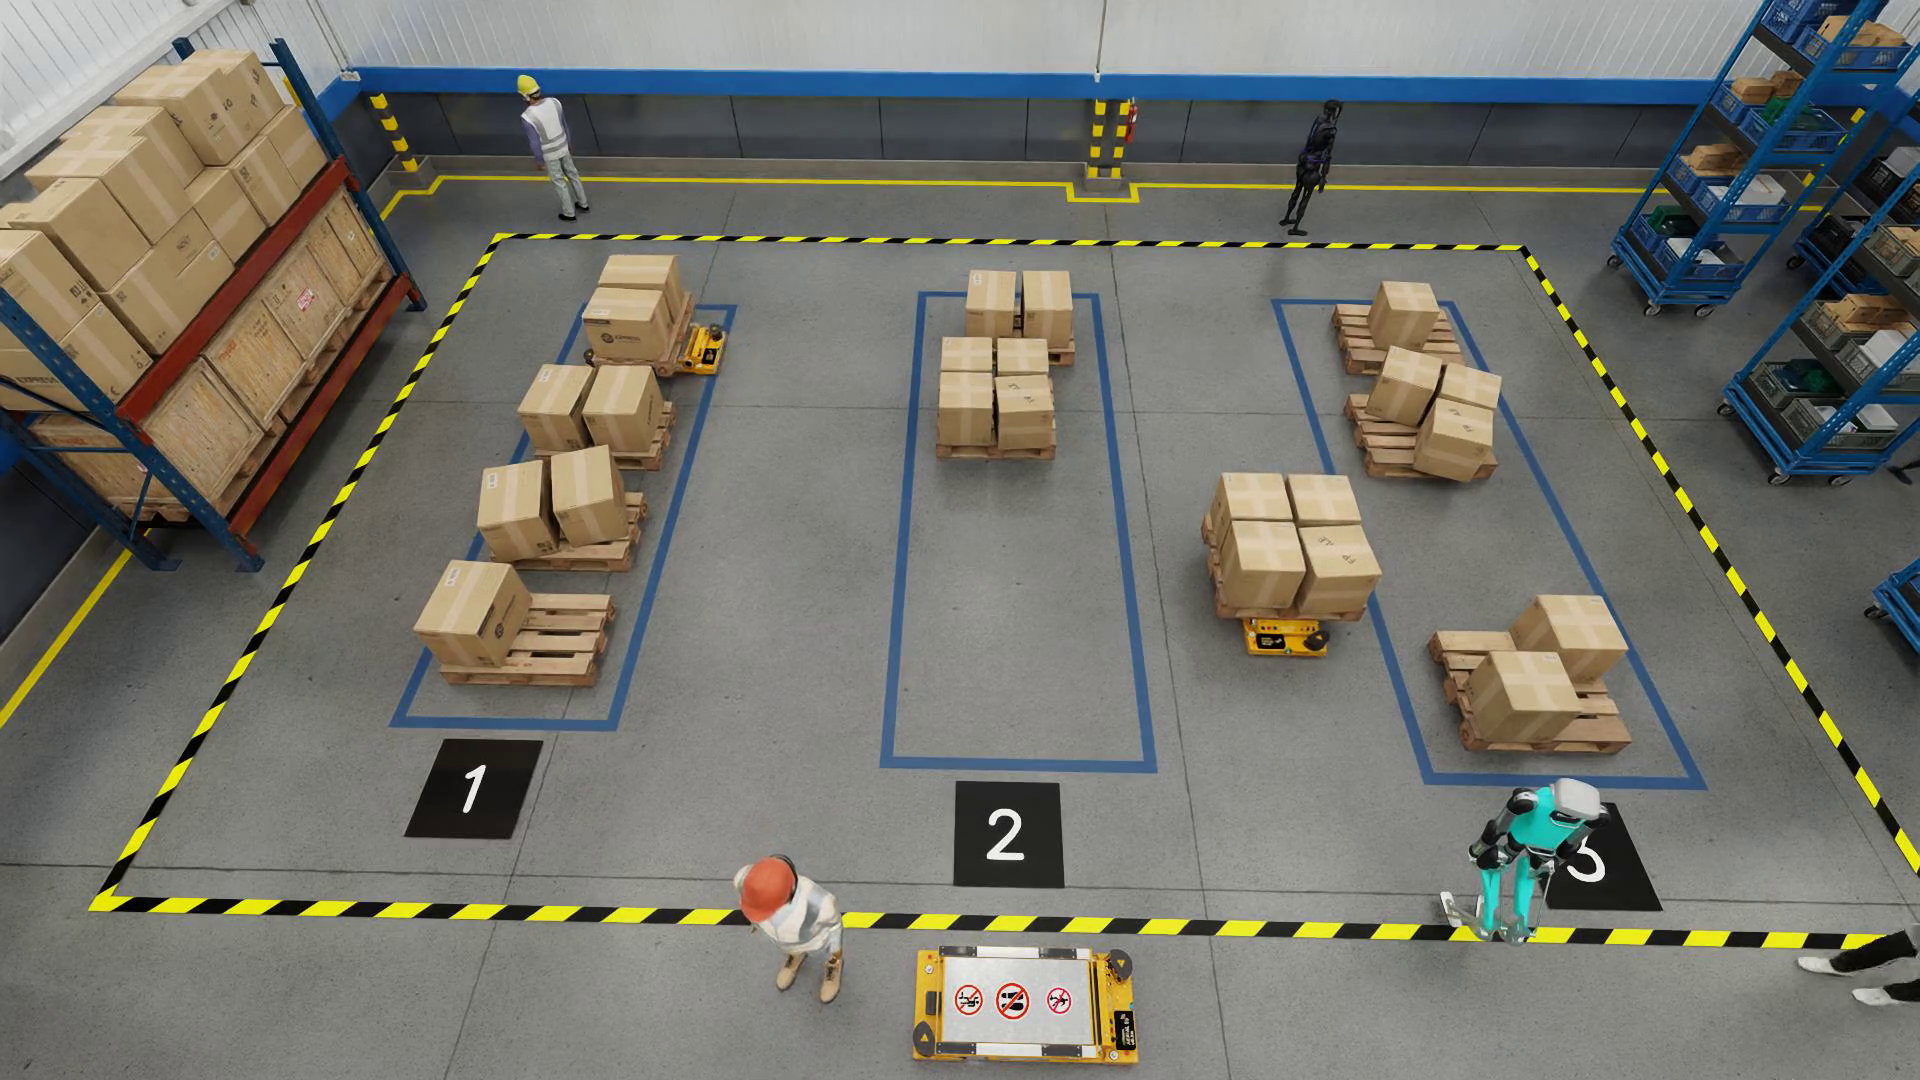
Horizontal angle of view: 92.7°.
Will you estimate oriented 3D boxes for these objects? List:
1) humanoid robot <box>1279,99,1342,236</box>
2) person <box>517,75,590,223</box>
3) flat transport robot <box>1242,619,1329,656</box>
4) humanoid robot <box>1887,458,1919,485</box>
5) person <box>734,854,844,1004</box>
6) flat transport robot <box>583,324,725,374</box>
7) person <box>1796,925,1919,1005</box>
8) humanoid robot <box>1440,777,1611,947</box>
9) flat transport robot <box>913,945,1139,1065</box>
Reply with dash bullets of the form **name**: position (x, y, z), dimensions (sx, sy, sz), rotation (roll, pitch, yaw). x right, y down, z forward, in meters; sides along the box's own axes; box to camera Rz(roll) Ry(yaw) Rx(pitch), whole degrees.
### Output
- **humanoid robot**: position (4.353, -4.613, 11.330), dimensions (0.315, 1.654, 0.599), rotation (-7, 51, -6)
- **person**: position (-5.092, -4.871, 11.448), dimensions (0.404, 1.830, 0.587), rotation (23, 54, 18)
- **flat transport robot**: position (2.797, 0.371, 8.166), dimensions (0.652, 0.197, 1.431), rotation (1, 51, 1)
- **humanoid robot**: position (9.518, -0.994, 8.407), dimensions (0.602, 1.628, 0.746), rotation (-15, 52, -12)
- **person**: position (-0.984, 2.333, 5.441), dimensions (0.609, 2.042, 0.392), rotation (14, 52, 11)
- **flat transport robot**: position (-3.403, -2.147, 10.218), dimensions (1.431, 0.197, 0.652), rotation (1, 51, 1)
- **person**: position (5.957, 2.466, 5.471), dimensions (0.711, 1.832, 0.593), rotation (0, 51, 0)
- **humanoid robot**: position (3.496, 2.138, 5.710), dimensions (0.533, 1.675, 0.735), rotation (9, 51, 7)
- **flat transport robot**: position (0.422, 3.041, 6.007), dimensions (1.431, 0.231, 0.659), rotation (1, 51, 1)
